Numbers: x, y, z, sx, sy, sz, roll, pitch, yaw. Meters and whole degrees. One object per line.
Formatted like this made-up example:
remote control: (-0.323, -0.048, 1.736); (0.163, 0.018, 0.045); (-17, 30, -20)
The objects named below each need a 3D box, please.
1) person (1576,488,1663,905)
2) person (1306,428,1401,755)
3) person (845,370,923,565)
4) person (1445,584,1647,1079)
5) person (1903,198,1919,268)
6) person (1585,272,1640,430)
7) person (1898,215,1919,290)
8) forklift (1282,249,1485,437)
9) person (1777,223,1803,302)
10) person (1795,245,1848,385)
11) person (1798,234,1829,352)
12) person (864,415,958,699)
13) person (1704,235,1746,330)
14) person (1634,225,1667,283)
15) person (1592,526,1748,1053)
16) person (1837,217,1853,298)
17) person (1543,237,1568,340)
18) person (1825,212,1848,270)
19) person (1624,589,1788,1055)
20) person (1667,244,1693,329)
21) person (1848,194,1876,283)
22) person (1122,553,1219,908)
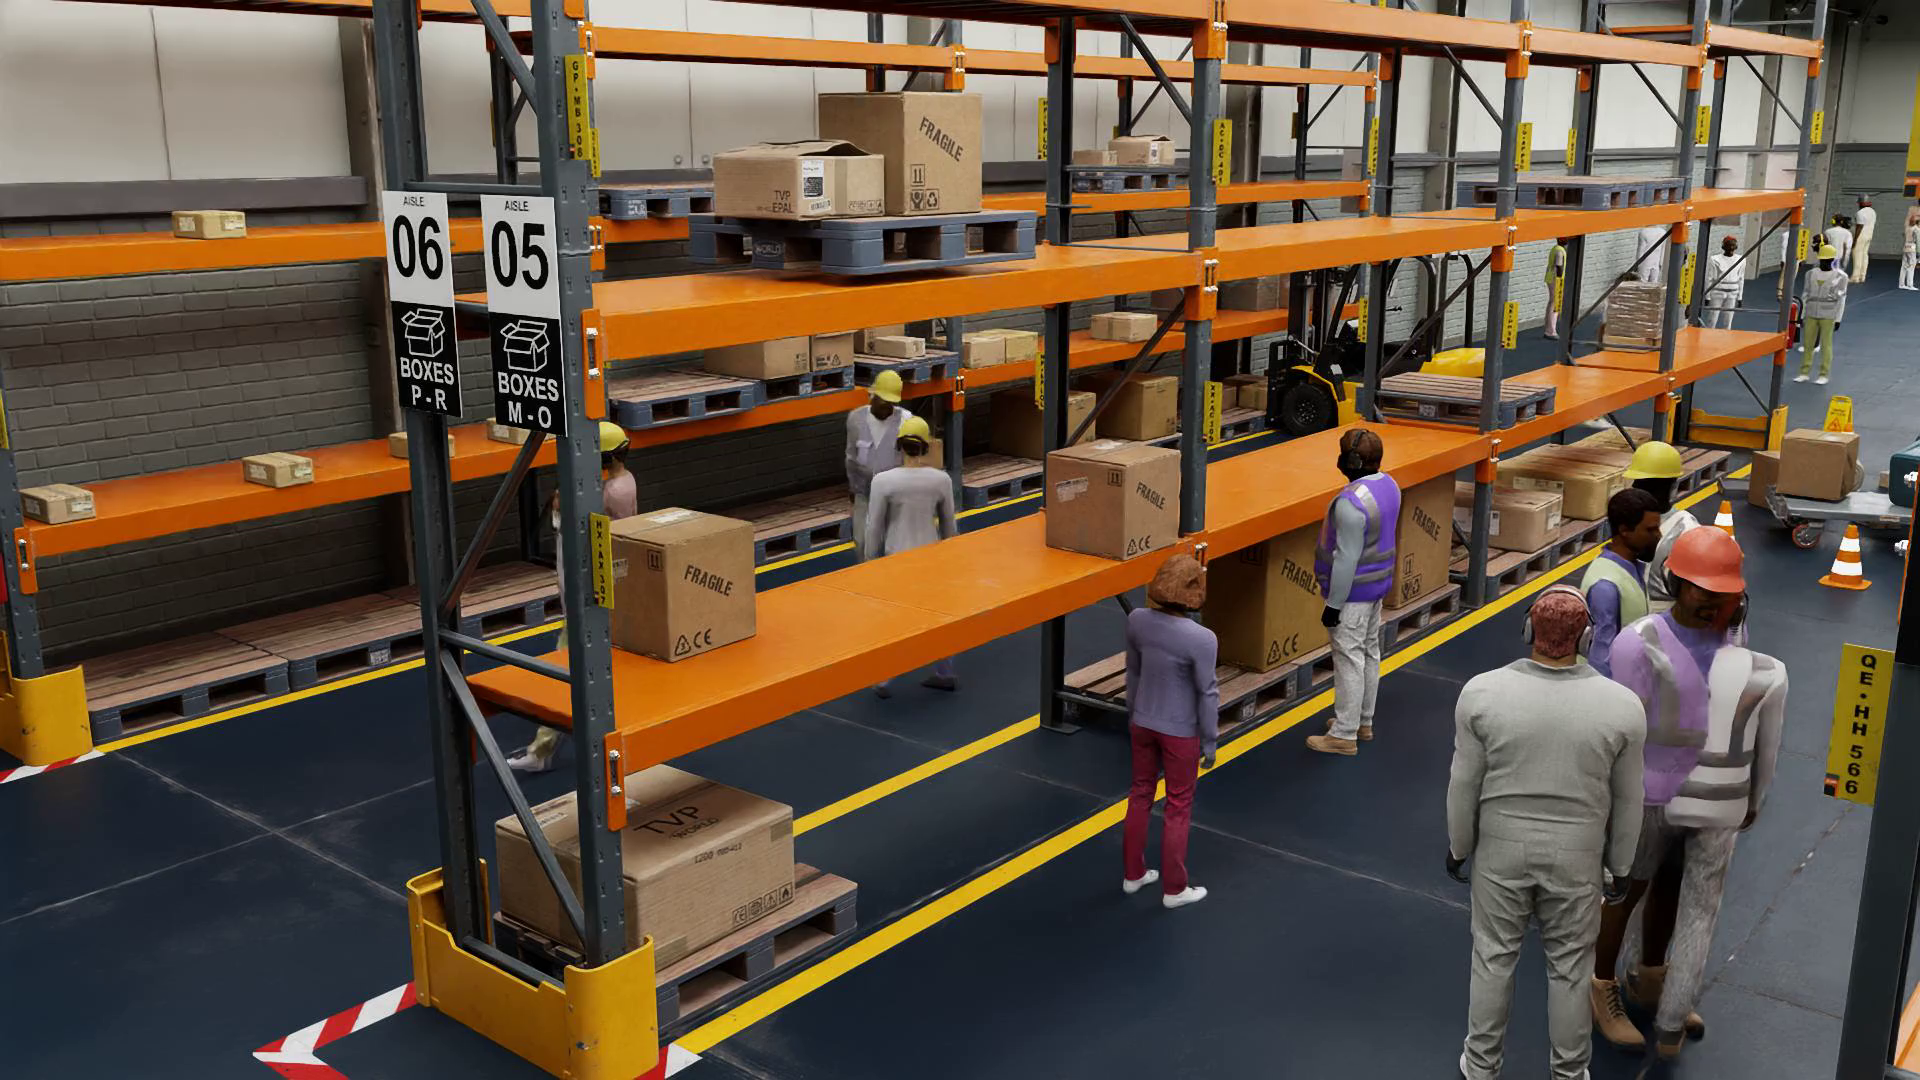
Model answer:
person: (2.888, 0.700, 7.472); (0.372, 1.916, 0.596); (7, 15, 26)
person: (2.195, 0.285, 9.319); (0.429, 1.844, 0.627); (9, 16, 33)
person: (-0.547, -0.358, 12.040); (0.611, 1.787, 0.577); (3, 14, 10)
person: (2.060, 1.089, 5.913); (0.651, 1.906, 0.403); (4, 14, 17)
person: (24.446, -7.889, 42.381); (1.016, 1.954, 0.601); (-9, 17, -34)
person: (7.668, -2.215, 19.522); (0.559, 1.832, 0.514); (-13, 19, -43)
person: (21.015, -6.347, 36.739); (0.308, 1.641, 0.511); (-1, 14, -6)
forklift: (4.886, -2.214, 18.767); (2.313, 2.155, 1.214); (11, 18, 38)
person: (17.000, -5.728, 33.983); (0.563, 1.752, 0.327); (-5, 15, -19)
person: (11.911, -3.117, 23.021); (0.392, 1.920, 0.590); (-10, 17, -36)
person: (13.577, -3.905, 26.347); (0.335, 1.859, 0.522); (7, 16, 27)
person: (-0.307, 0.103, 10.263); (0.582, 1.743, 0.380); (-6, 15, -22)
person: (11.786, -3.750, 25.663); (0.584, 1.882, 0.347); (0, 14, 1)
person: (13.281, -5.351, 32.135); (0.651, 1.906, 0.403); (-5, 15, -21)
person: (2.699, 0.934, 6.267); (0.613, 2.039, 0.393); (-6, 15, -23)
person: (18.496, -5.923, 34.890); (0.536, 1.700, 0.318); (-10, 17, -36)
person: (10.003, -4.282, 27.903); (0.389, 1.847, 0.563); (2, 14, 10)
person: (17.664, -5.693, 33.685); (0.561, 1.885, 0.531); (-3, 14, -11)
person: (2.819, 0.990, 6.412); (0.568, 1.854, 0.790); (7, 16, 27)
person: (10.591, -3.449, 24.548); (0.349, 1.837, 0.502); (-6, 15, -24)
person: (20.864, -7.007, 38.597); (0.691, 2.000, 0.536); (-10, 17, -36)
person: (0.943, 0.853, 7.456); (0.505, 1.626, 0.289); (13, 19, 43)
